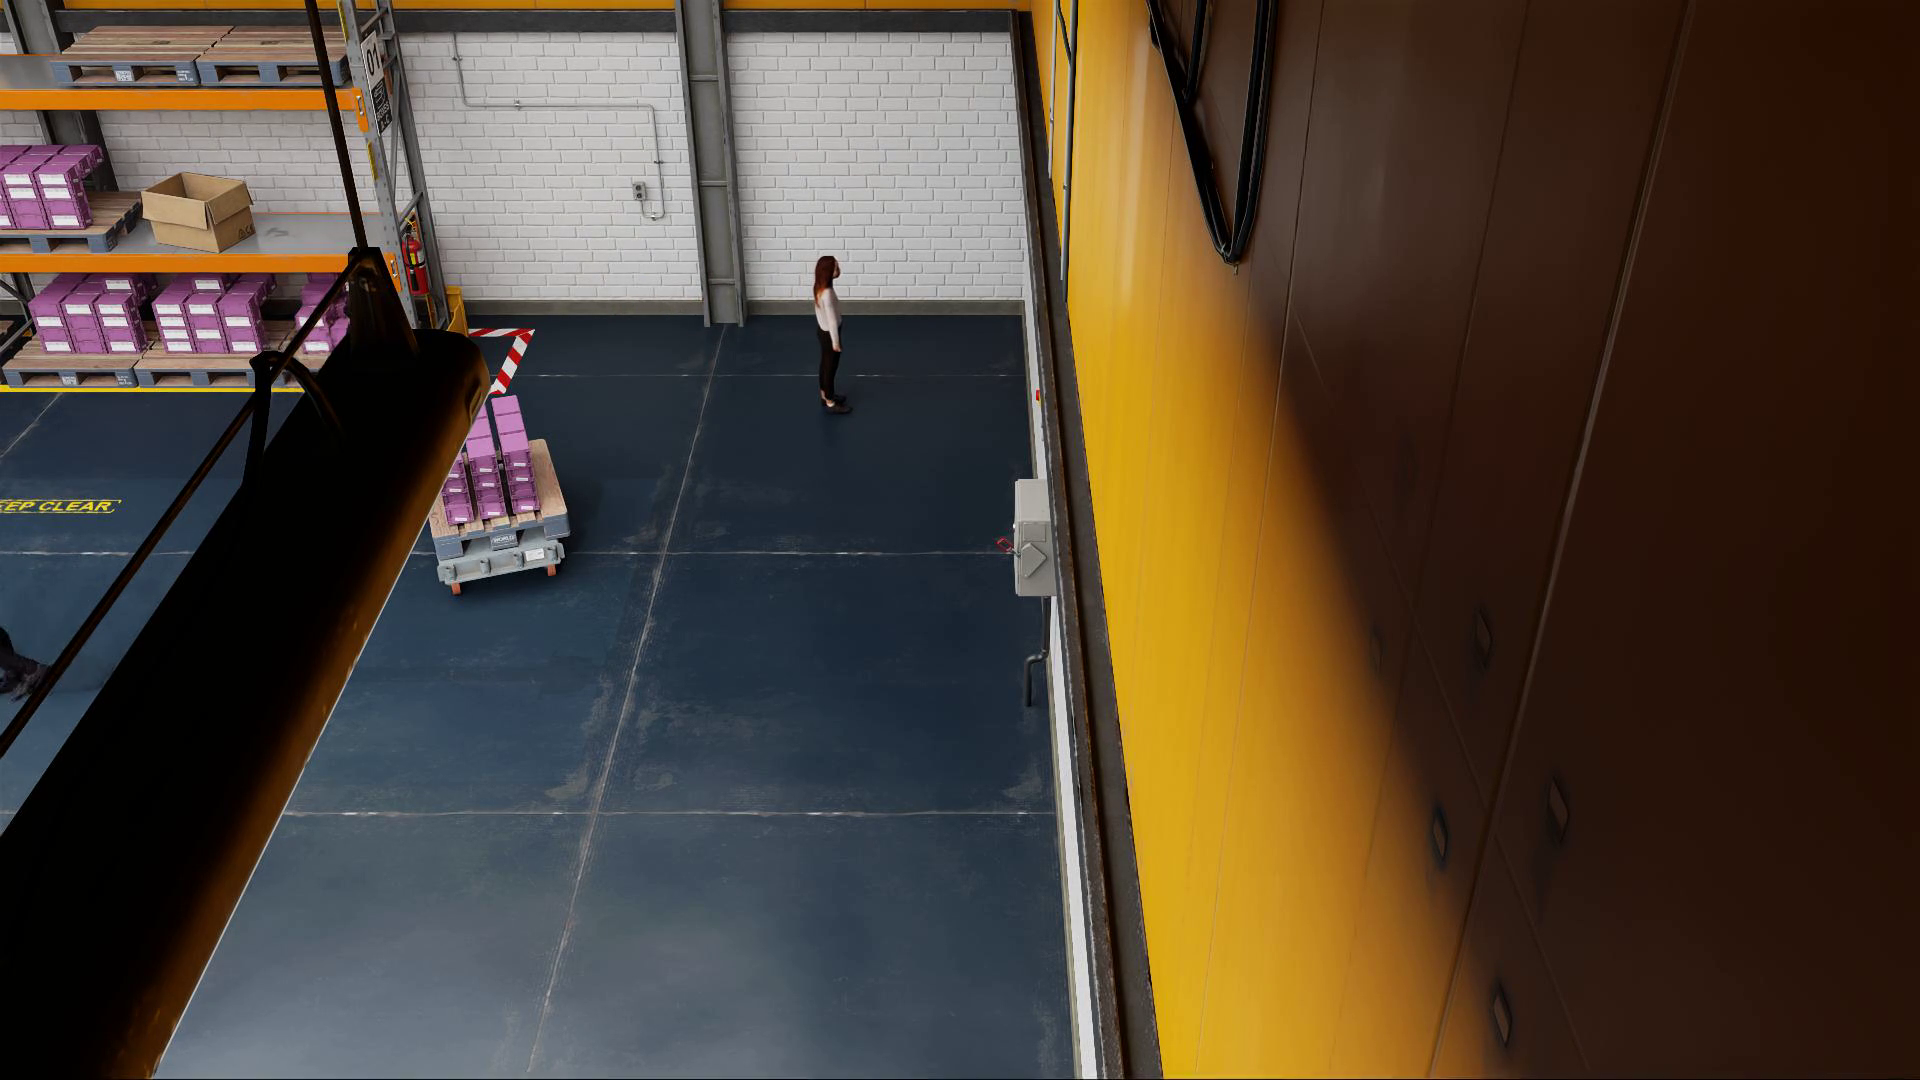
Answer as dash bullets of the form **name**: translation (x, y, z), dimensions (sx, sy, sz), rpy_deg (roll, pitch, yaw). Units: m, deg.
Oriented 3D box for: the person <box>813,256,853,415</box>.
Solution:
- **person**: translation (-1.172, -1.833, 14.801), dimensions (0.561, 1.484, 0.590), rpy_deg (-8, 34, -12)
